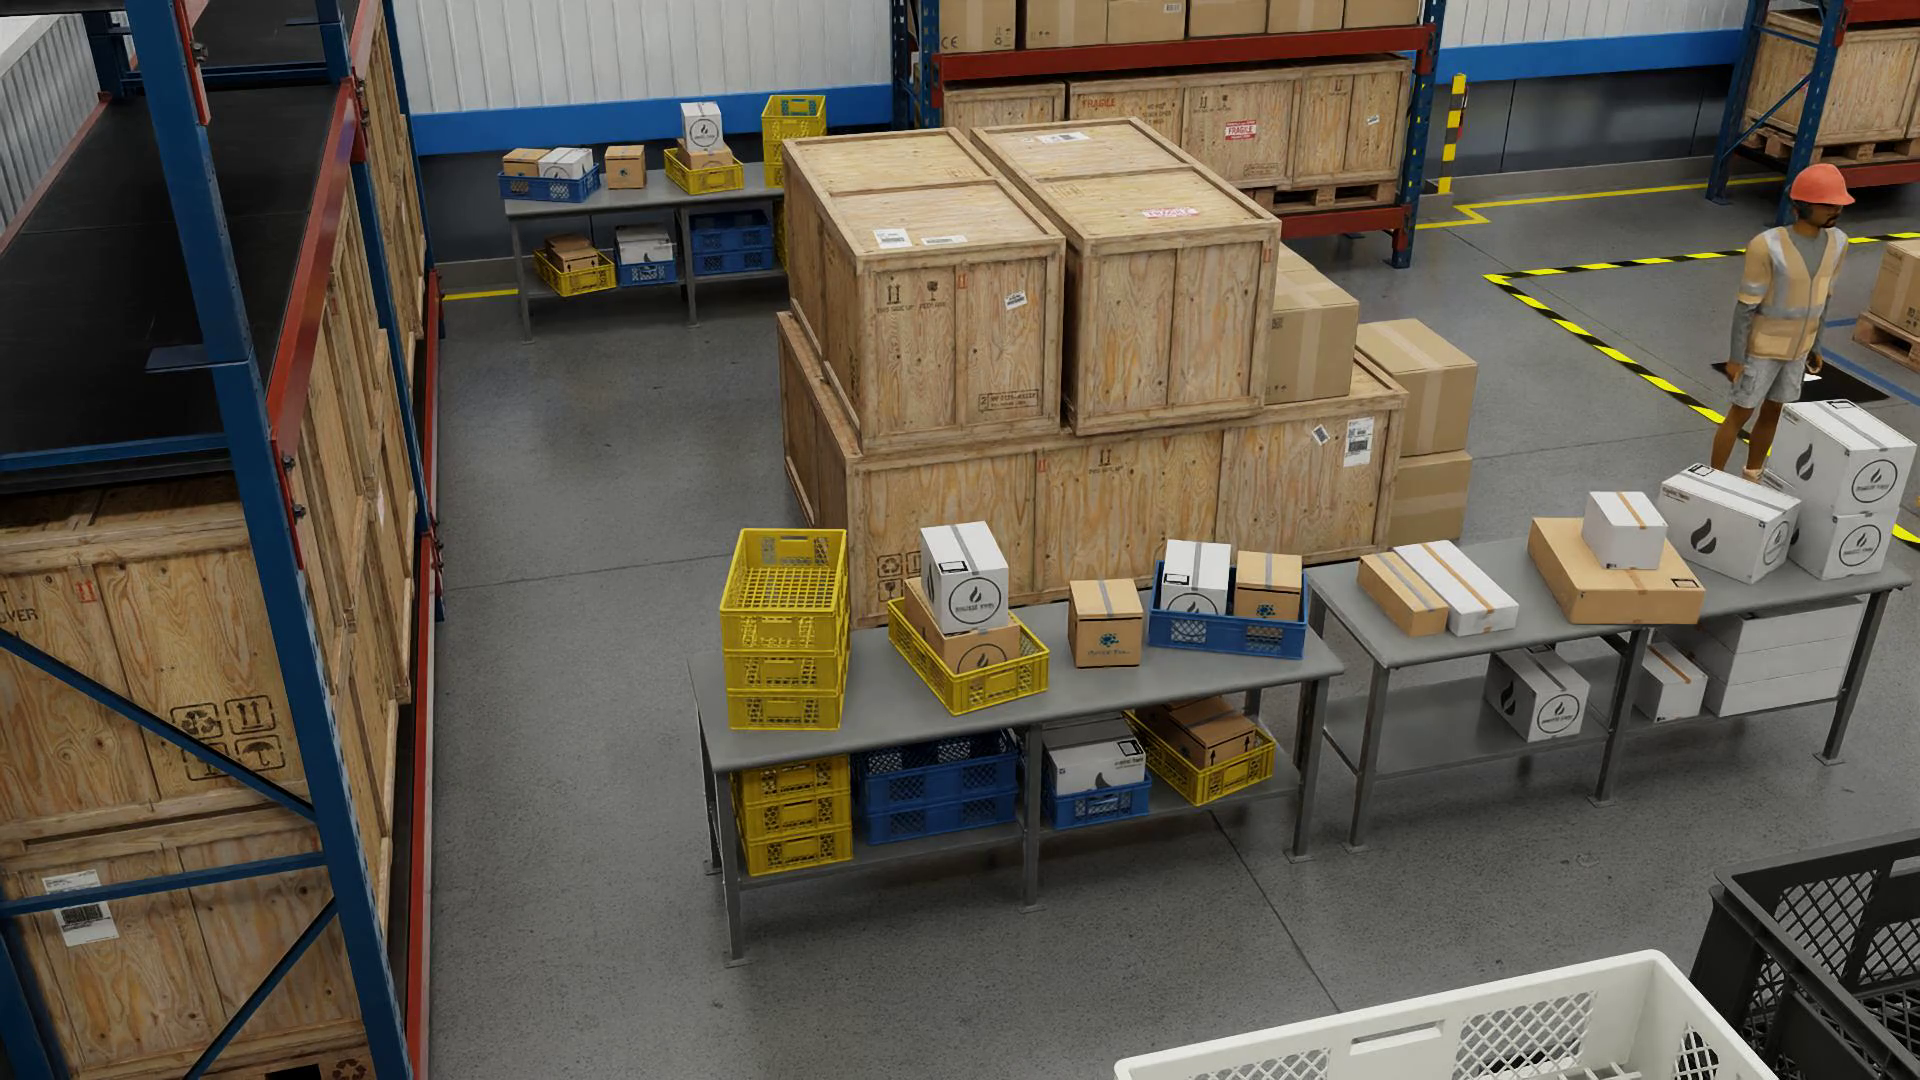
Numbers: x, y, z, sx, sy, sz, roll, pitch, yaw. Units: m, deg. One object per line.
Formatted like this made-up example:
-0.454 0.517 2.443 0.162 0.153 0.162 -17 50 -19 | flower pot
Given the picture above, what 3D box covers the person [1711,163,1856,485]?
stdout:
4.547 -1.078 9.231 0.613 2.047 0.355 -8 30 -14 | person
